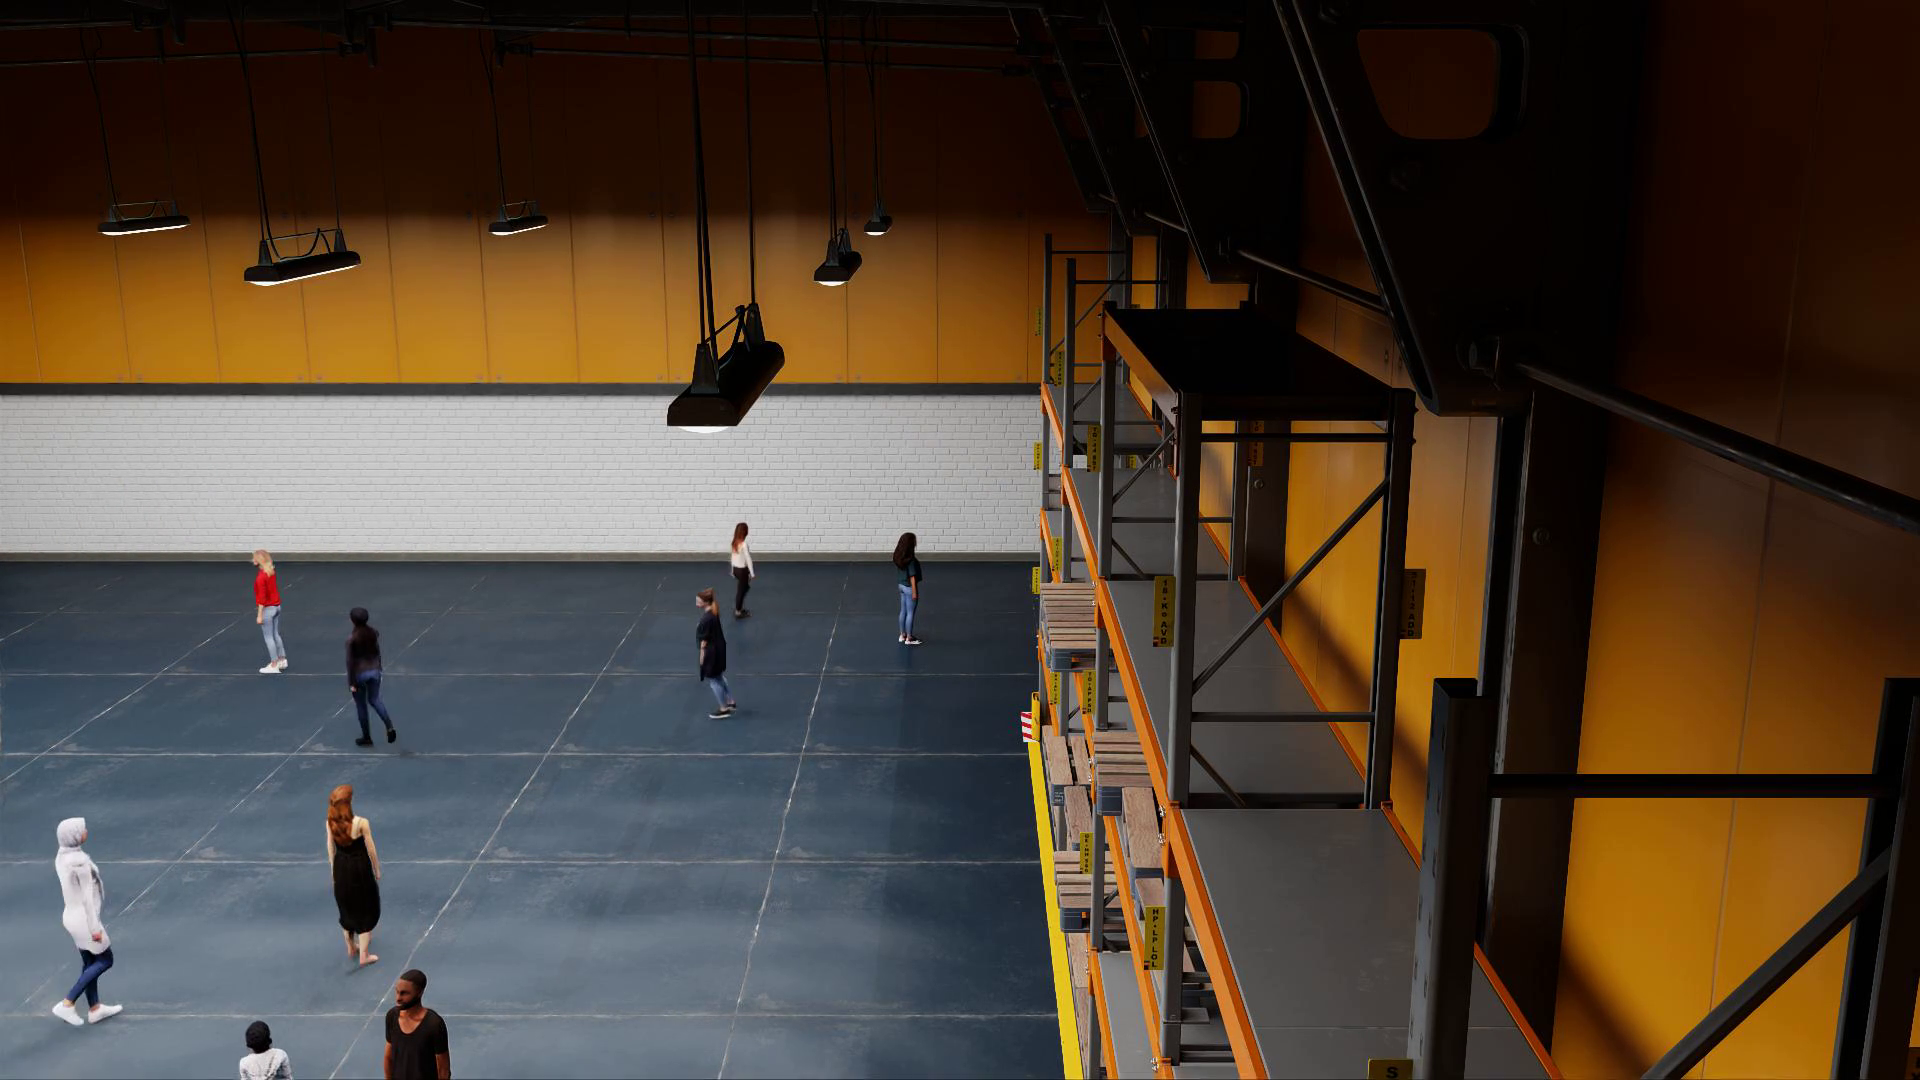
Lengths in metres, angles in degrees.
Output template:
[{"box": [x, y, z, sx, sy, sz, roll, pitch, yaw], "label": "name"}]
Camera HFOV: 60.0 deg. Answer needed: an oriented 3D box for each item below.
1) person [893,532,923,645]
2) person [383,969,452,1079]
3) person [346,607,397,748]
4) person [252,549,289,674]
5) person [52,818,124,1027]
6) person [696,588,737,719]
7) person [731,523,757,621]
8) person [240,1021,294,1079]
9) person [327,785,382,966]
[{"box": [-0.739, 0.676, 23.758, 0.767, 1.616, 0.681, -8, 16, -29], "label": "person"}, {"box": [-3.567, 3.672, 10.984, 0.703, 1.806, 0.659, 5, 14, 20], "label": "person"}, {"box": [-6.921, 1.637, 19.542, 0.967, 1.733, 0.955, 9, 16, 34], "label": "person"}, {"box": [-9.304, 0.951, 22.431, 0.689, 1.705, 0.466, 0, 14, 0], "label": "person"}, {"box": [-7.130, 3.110, 13.383, 0.854, 1.768, 0.919, 12, 18, 41], "label": "person"}, {"box": [-3.000, 1.412, 20.618, 0.805, 1.663, 0.608, 6, 15, 23], "label": "person"}, {"box": [-3.331, 0.481, 24.864, 0.692, 1.474, 0.614, -10, 17, -37], "label": "person"}, {"box": [-4.688, 3.882, 11.303, 0.628, 1.246, 0.847, -5, 14, -18], "label": "person"}, {"box": [-5.309, 2.905, 14.510, 0.622, 1.636, 0.672, 2, 14, 9], "label": "person"}]
